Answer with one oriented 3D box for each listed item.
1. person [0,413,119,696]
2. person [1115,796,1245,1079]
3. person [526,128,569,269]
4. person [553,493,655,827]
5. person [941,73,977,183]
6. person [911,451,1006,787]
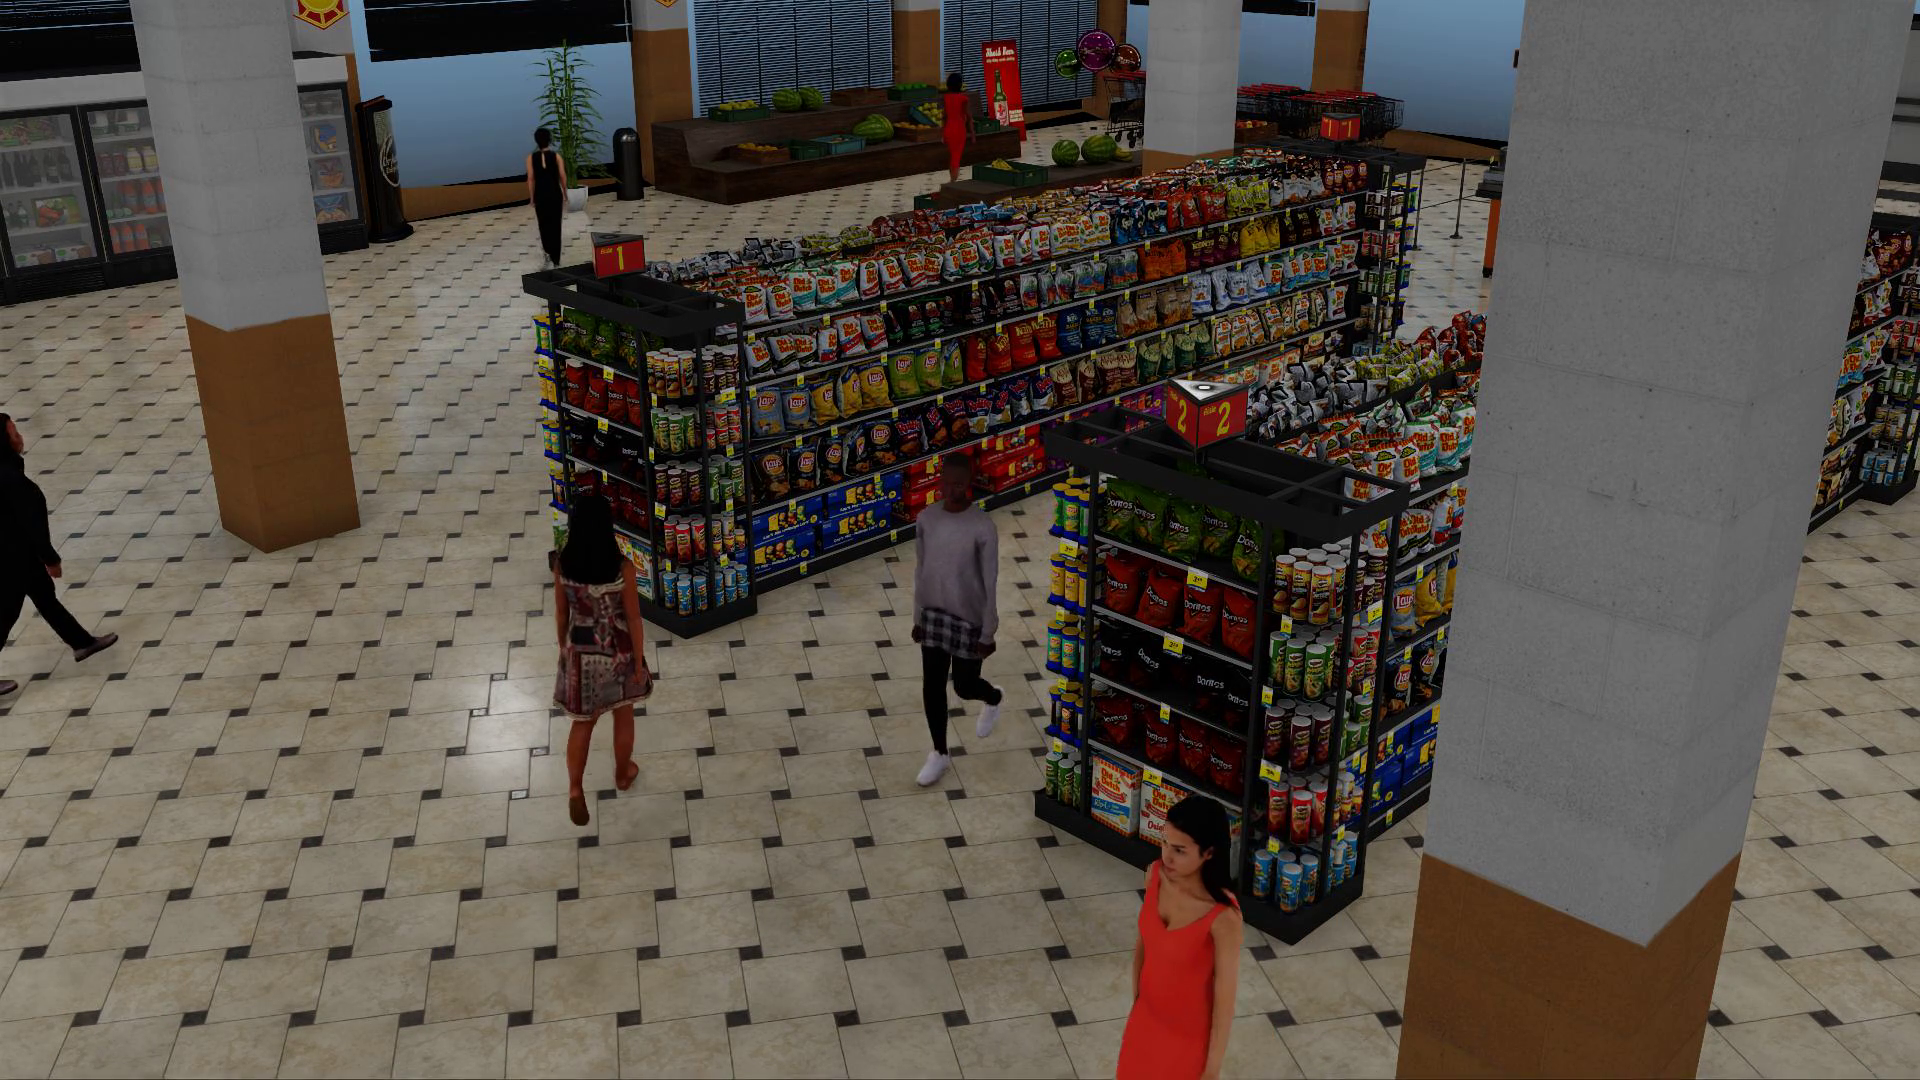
[{"bbox_3d":[-5.314,0.128,9.179,0.700,1.567,1.125,18,28,38],"label":"person"},{"bbox_3d":[0.764,1.567,5.406,0.731,1.711,0.636,-17,27,-35],"label":"person"},{"bbox_3d":[-4.779,-3.935,19.289,0.997,1.569,0.994,-3,22,-8],"label":"person"},{"bbox_3d":[-1.749,0.588,7.957,1.023,1.625,1.108,2,22,4],"label":"person"},{"bbox_3d":[-0.106,-5.634,23.301,0.660,1.730,0.724,14,26,31],"label":"person"},{"bbox_3d":[0.038,0.371,8.324,0.762,1.755,0.971,14,26,32],"label":"person"}]
